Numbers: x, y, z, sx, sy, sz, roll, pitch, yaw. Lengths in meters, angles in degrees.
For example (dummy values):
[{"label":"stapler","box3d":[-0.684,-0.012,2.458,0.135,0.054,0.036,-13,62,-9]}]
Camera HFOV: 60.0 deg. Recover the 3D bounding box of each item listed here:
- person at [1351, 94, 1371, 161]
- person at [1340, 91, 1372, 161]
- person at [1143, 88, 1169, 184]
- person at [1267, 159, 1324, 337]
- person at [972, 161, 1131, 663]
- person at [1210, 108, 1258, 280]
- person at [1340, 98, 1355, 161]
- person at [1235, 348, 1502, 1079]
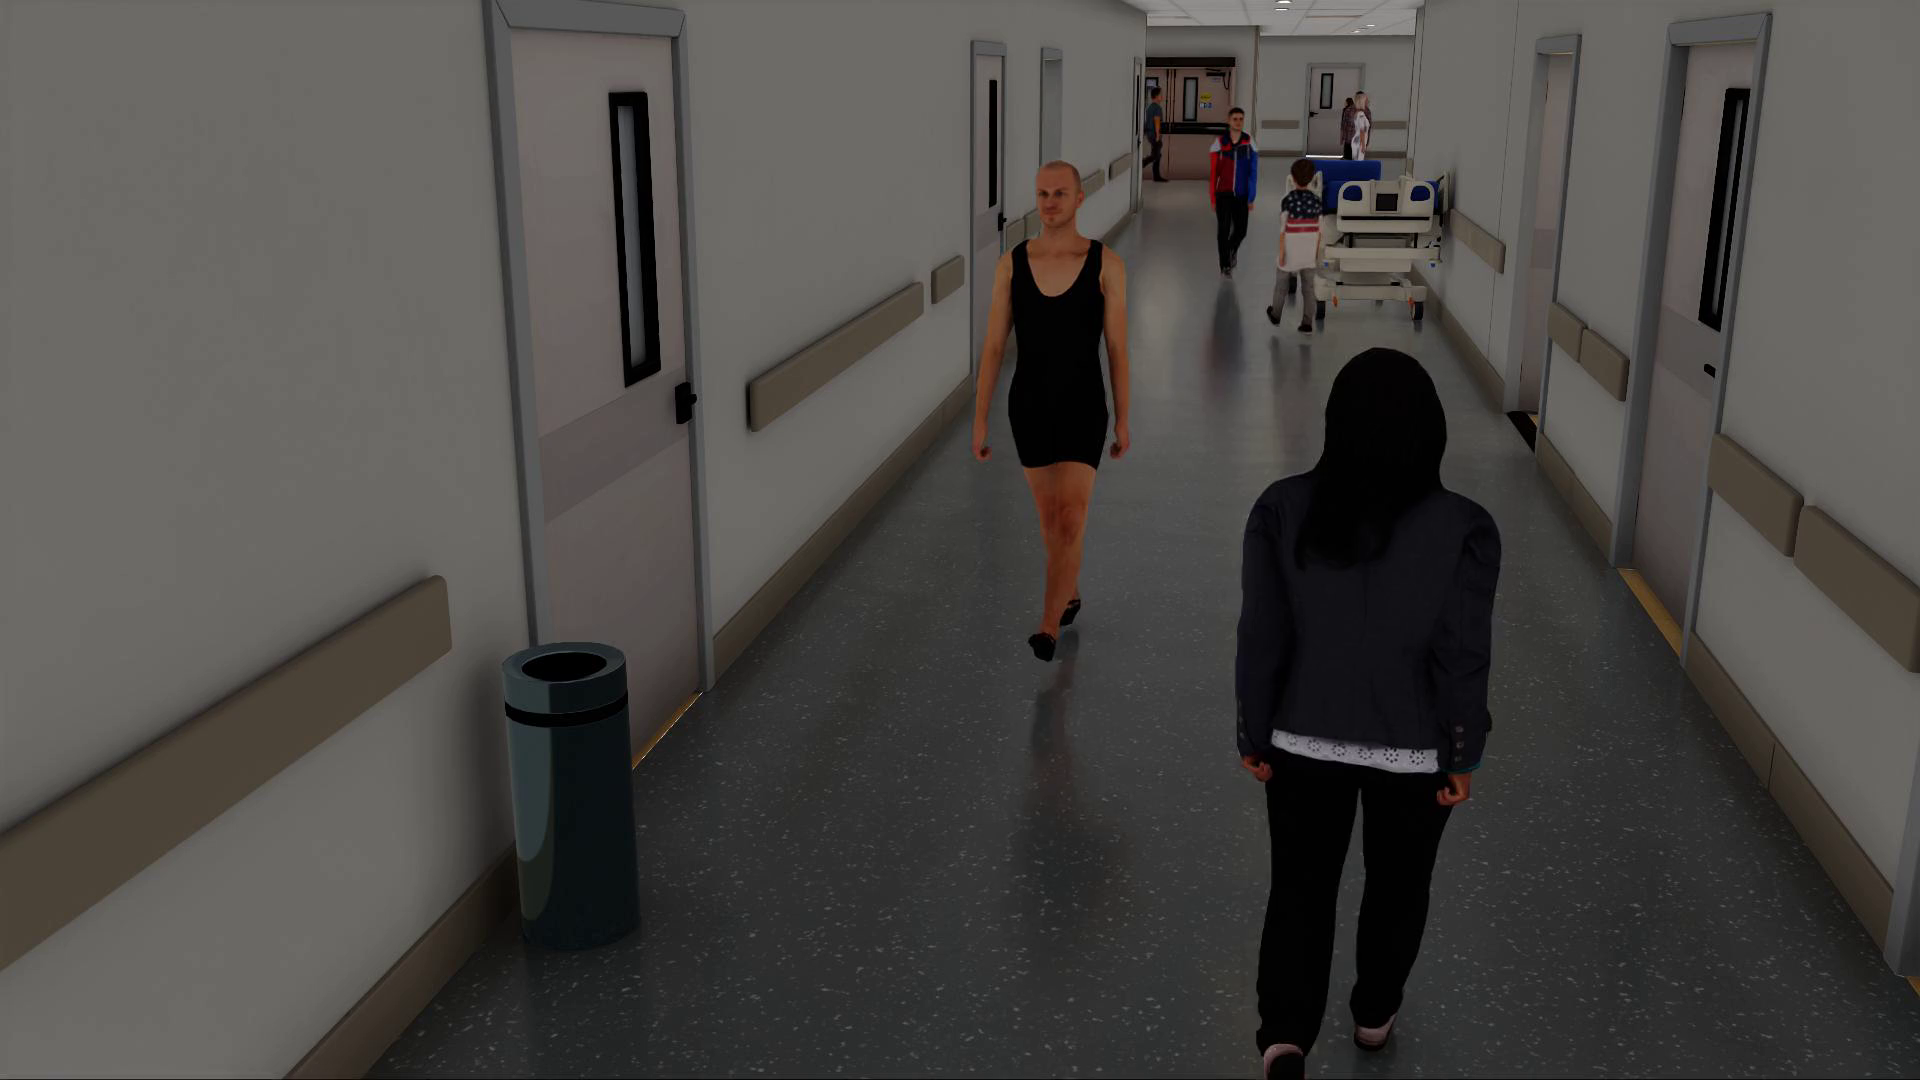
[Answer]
[{"label":"person","box3d":[6.934,-6.859,28.898,0.549,1.752,0.590,0,16,1]},{"label":"person","box3d":[7.421,-7.513,31.248,1.055,1.736,0.933,7,17,24]},{"label":"person","box3d":[3.698,-7.829,32.266,1.086,1.791,0.867,-3,16,-10]},{"label":"person","box3d":[2.793,-2.360,13.585,0.927,1.402,0.752,-2,16,-6]},{"label":"person","box3d":[0.390,-0.473,6.213,1.084,1.770,0.848,5,16,16]},{"label":"person","box3d":[2.831,-3.606,17.388,0.976,1.736,0.801,0,16,1]},{"label":"person","box3d":[9.544,-10.122,40.936,0.612,1.501,0.598,5,16,17]},{"label":"person","box3d":[0.802,0.427,3.383,0.952,1.574,0.832,6,17,19]}]
